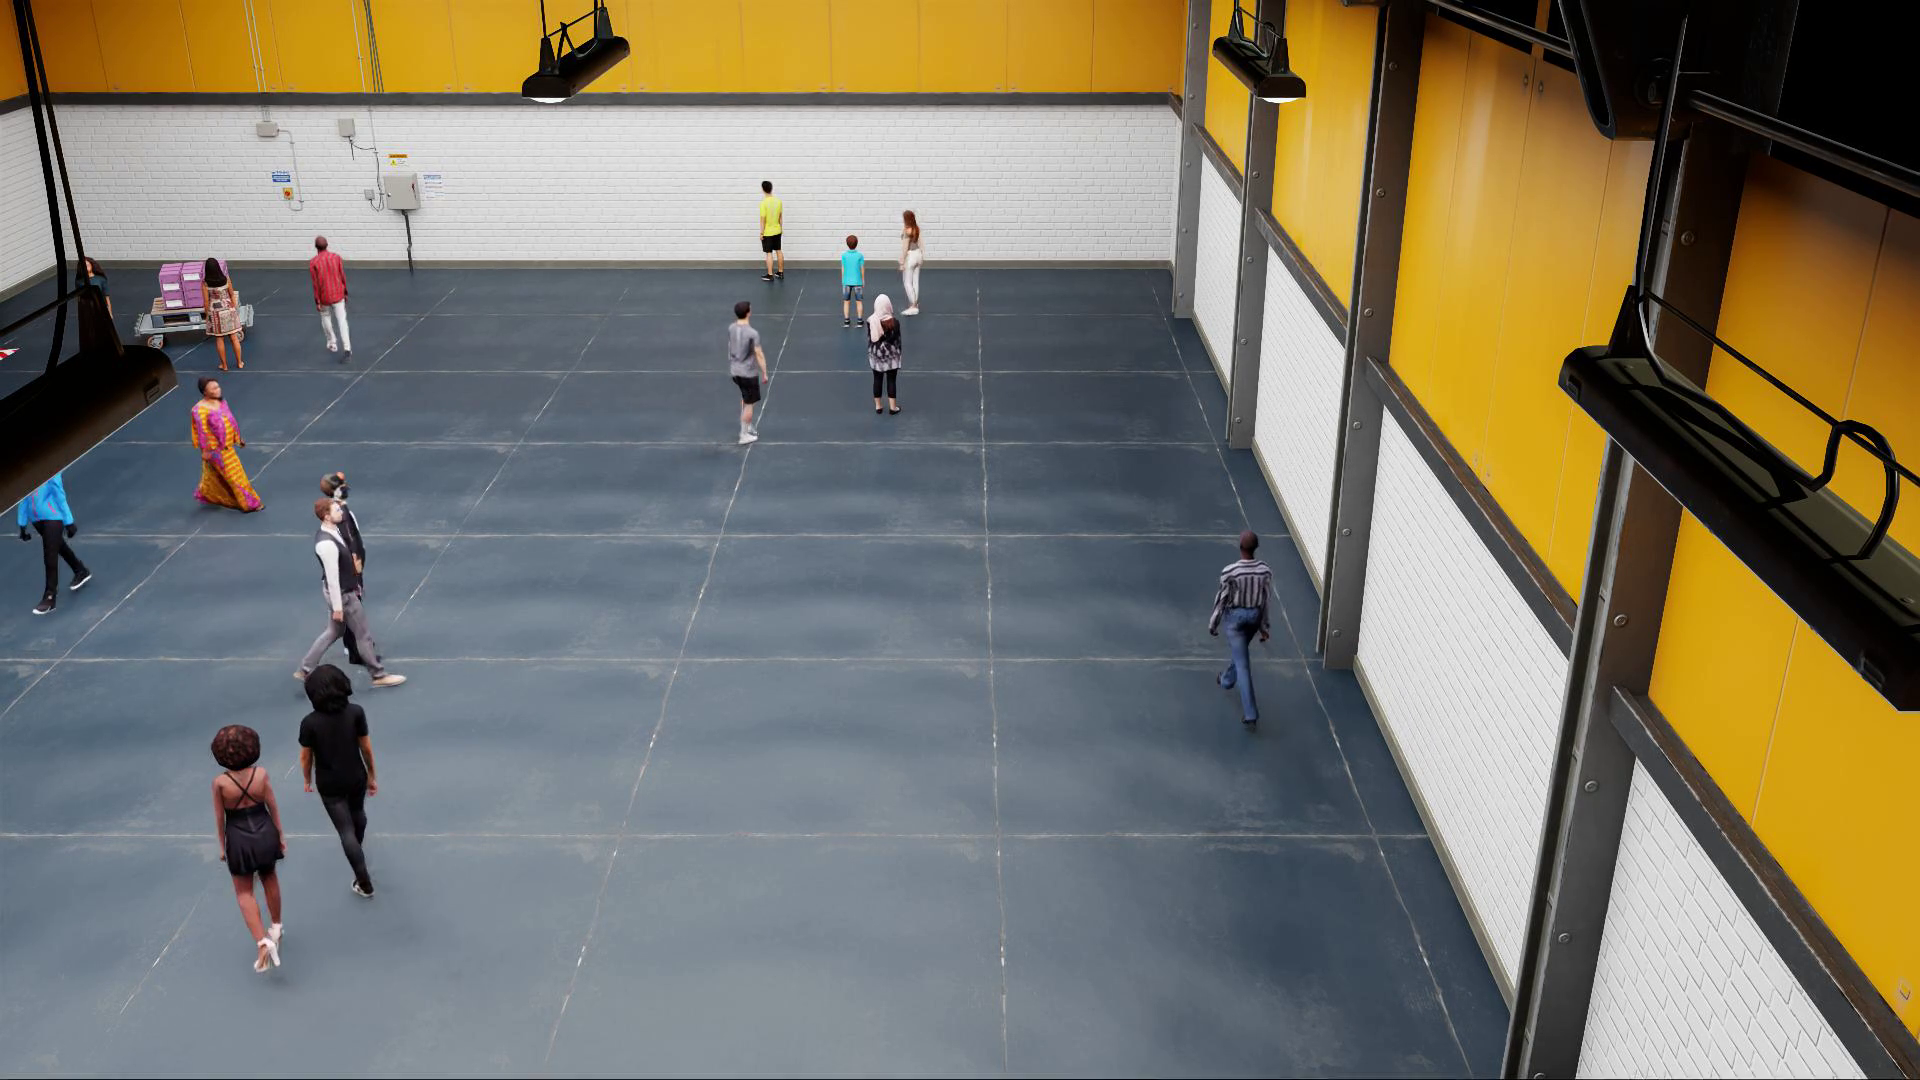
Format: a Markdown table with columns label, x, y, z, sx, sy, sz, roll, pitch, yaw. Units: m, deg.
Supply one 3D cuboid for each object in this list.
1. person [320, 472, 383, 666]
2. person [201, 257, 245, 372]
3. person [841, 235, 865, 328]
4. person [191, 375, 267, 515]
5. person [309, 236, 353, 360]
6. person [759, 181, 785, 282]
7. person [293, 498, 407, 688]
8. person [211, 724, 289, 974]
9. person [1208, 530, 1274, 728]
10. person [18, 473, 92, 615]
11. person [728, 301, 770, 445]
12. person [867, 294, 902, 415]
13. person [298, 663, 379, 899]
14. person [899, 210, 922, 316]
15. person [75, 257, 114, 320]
| label | x | y | z | sx | sy | sz | roll | pitch | yaw |
| --- | --- | --- | --- | --- | --- | --- | --- | --- | --- |
| person | -5.788 | 0.246 | 15.683 | 0.831 | 1.890 | 0.693 | -11 | 26 | -24 |
| person | -10.688 | -3.278 | 24.051 | 0.721 | 1.645 | 0.744 | -17 | 29 | -34 |
| person | -1.689 | -4.076 | 26.123 | 0.503 | 1.448 | 0.473 | 0 | 24 | 0 |
| person | -8.553 | -1.115 | 19.066 | 0.786 | 1.675 | 1.116 | 3 | 24 | 8 |
| person | -9.250 | -3.579 | 24.544 | 1.046 | 1.802 | 1.270 | -13 | 27 | -27 |
| person | -3.255 | -5.348 | 28.711 | 0.686 | 1.706 | 0.738 | -21 | 31 | -39 |
| person | -5.700 | 0.512 | 15.049 | 1.020 | 1.910 | 1.222 | -9 | 25 | -20 |
| person | -4.867 | 2.157 | 11.479 | 0.862 | 1.756 | 0.975 | -18 | 29 | -35 |
| person | 2.506 | 0.817 | 14.567 | 0.873 | 1.738 | 1.252 | -6 | 24 | -13 |
| person | -9.208 | -0.209 | 16.905 | 0.760 | 1.745 | 1.218 | 3 | 24 | 8 |
| person | -2.796 | -2.100 | 21.096 | 0.824 | 1.854 | 0.870 | 17 | 29 | 34 |
| person | -1.011 | -2.487 | 22.251 | 0.677 | 1.638 | 0.681 | 5 | 24 | 11 |
| person | -4.519 | 1.808 | 12.224 | 1.028 | 1.799 | 1.156 | -17 | 29 | -34 |
| person | -0.771 | -4.485 | 26.744 | 0.675 | 1.699 | 0.789 | -20 | 31 | -38 |
| person | -12.564 | -3.332 | 24.212 | 0.682 | 1.615 | 0.700 | -9 | 25 | -20 |
